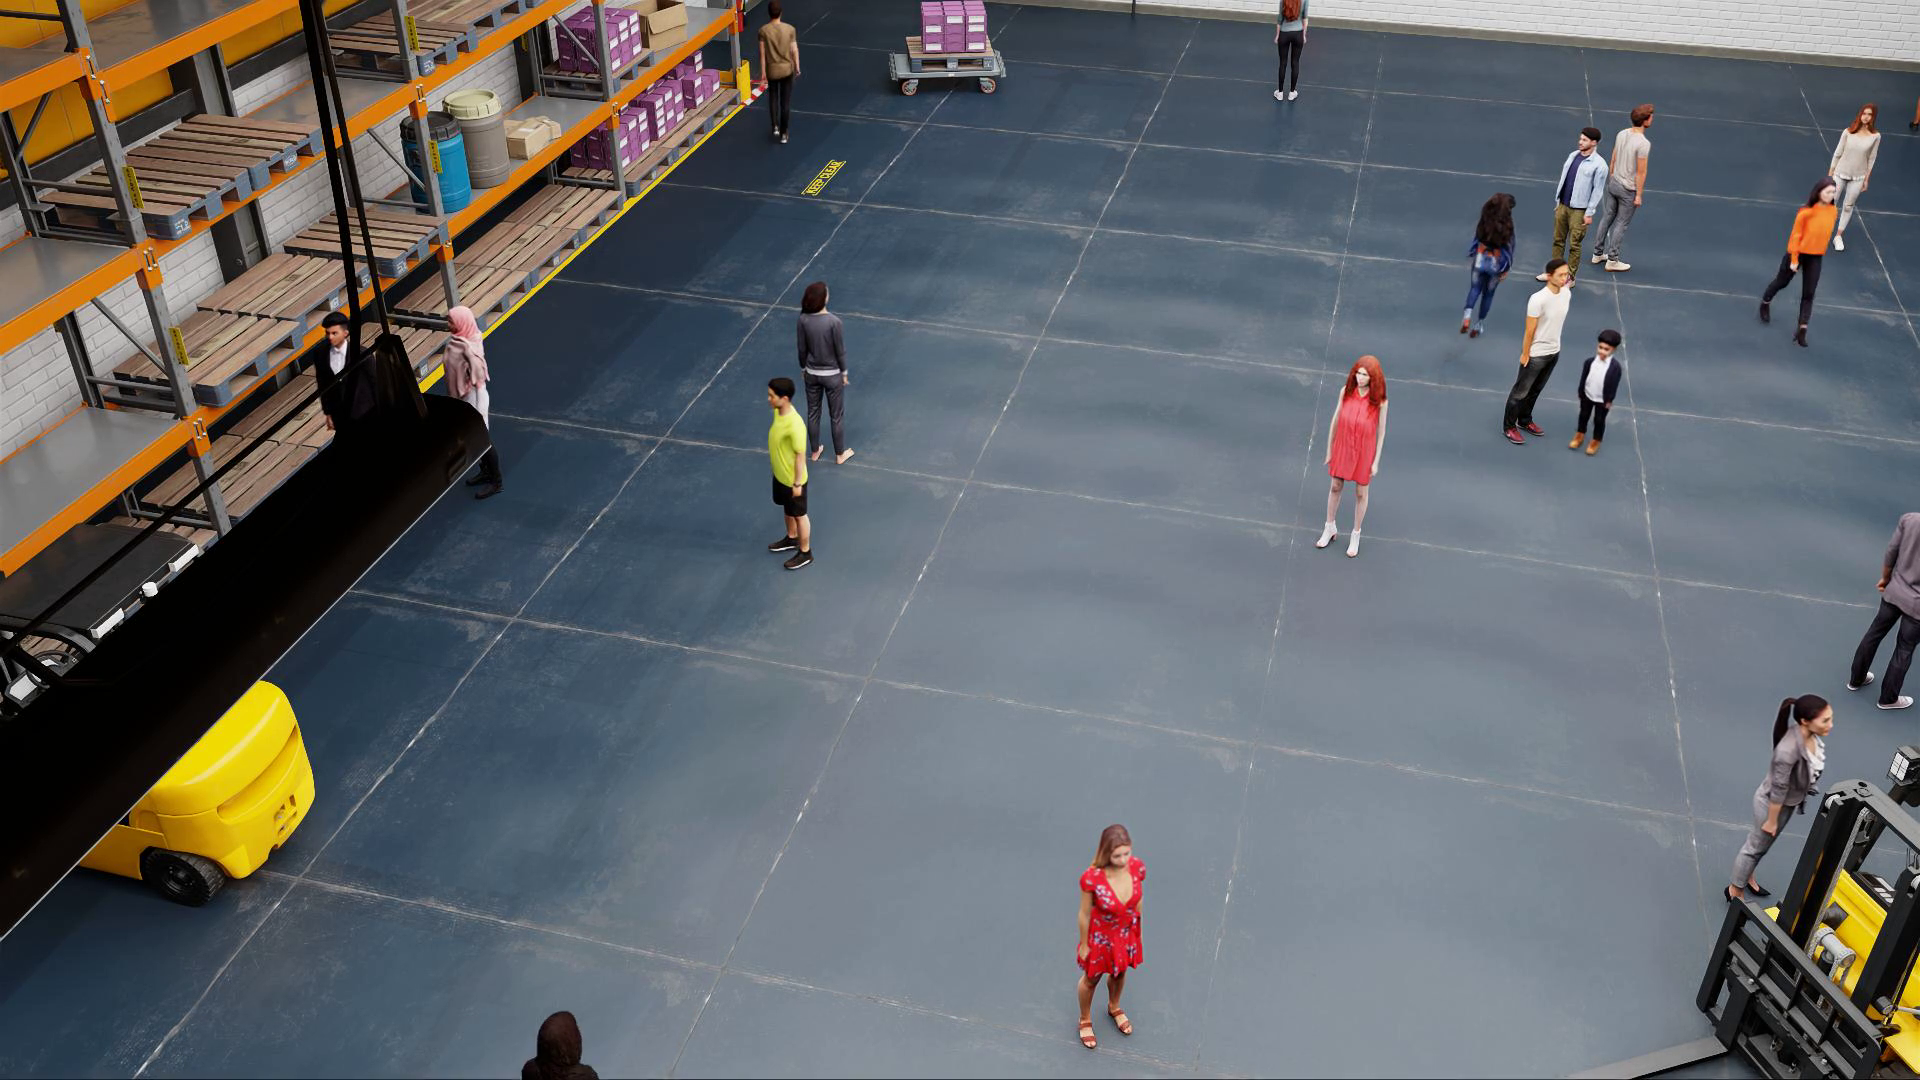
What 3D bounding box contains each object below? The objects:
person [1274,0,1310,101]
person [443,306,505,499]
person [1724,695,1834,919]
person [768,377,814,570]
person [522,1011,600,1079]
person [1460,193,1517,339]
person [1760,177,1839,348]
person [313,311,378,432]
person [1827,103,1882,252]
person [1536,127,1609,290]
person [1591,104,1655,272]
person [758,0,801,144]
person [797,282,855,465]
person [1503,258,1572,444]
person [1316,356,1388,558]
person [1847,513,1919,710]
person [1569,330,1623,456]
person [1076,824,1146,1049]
[{"bbox_3d":[4.667,-7.096,23.470,0.609,1.742,0.559,4,34,6],"label":"person"},{"bbox_3d":[-4.262,-1.223,14.579,0.792,1.804,0.734,-18,38,-25],"label":"person"},{"bbox_3d":[5.112,1.635,10.393,0.776,1.678,0.666,25,41,33],"label":"person"},{"bbox_3d":[-1.403,-0.583,13.701,0.755,1.709,0.688,-17,37,-23],"label":"person"},{"bbox_3d":[-1.980,3.035,8.331,0.620,1.629,0.651,5,34,7],"label":"person"},{"bbox_3d":[5.405,-2.785,17.101,0.766,1.613,0.832,22,40,30],"label":"person"},{"bbox_3d":[8.680,-2.939,17.252,0.871,1.702,1.190,-4,34,-5],"label":"person"},{"bbox_3d":[-5.220,-1.119,14.350,0.737,1.884,0.621,2,34,3],"label":"person"},{"bbox_3d":[10.226,-4.194,19.131,0.639,1.713,0.596,14,36,20],"label":"person"},{"bbox_3d":[6.732,-3.636,18.203,0.814,1.811,0.748,-17,37,-24],"label":"person"},{"bbox_3d":[7.434,-3.954,18.604,0.807,1.896,0.703,-12,36,-18],"label":"person"},{"bbox_3d":[-2.392,-6.162,21.984,0.782,1.832,0.895,0,34,0],"label":"person"},{"bbox_3d":[-1.236,-1.510,15.043,0.612,1.767,0.524,10,35,15],"label":"person"},{"bbox_3d":[5.371,-1.774,15.409,0.697,1.803,0.772,-20,39,-27],"label":"person"},{"bbox_3d":[3.267,-0.708,13.782,0.648,1.828,0.595,18,38,25],"label":"person"},{"bbox_3d":[6.928,0.390,12.109,0.798,1.851,0.711,-15,36,-21],"label":"person"},{"bbox_3d":[5.896,-1.381,15.343,0.568,1.221,0.584,25,41,33],"label":"person"},{"bbox_3d":[0.860,2.248,9.547,0.666,1.593,0.709,-13,36,-19],"label":"person"}]
